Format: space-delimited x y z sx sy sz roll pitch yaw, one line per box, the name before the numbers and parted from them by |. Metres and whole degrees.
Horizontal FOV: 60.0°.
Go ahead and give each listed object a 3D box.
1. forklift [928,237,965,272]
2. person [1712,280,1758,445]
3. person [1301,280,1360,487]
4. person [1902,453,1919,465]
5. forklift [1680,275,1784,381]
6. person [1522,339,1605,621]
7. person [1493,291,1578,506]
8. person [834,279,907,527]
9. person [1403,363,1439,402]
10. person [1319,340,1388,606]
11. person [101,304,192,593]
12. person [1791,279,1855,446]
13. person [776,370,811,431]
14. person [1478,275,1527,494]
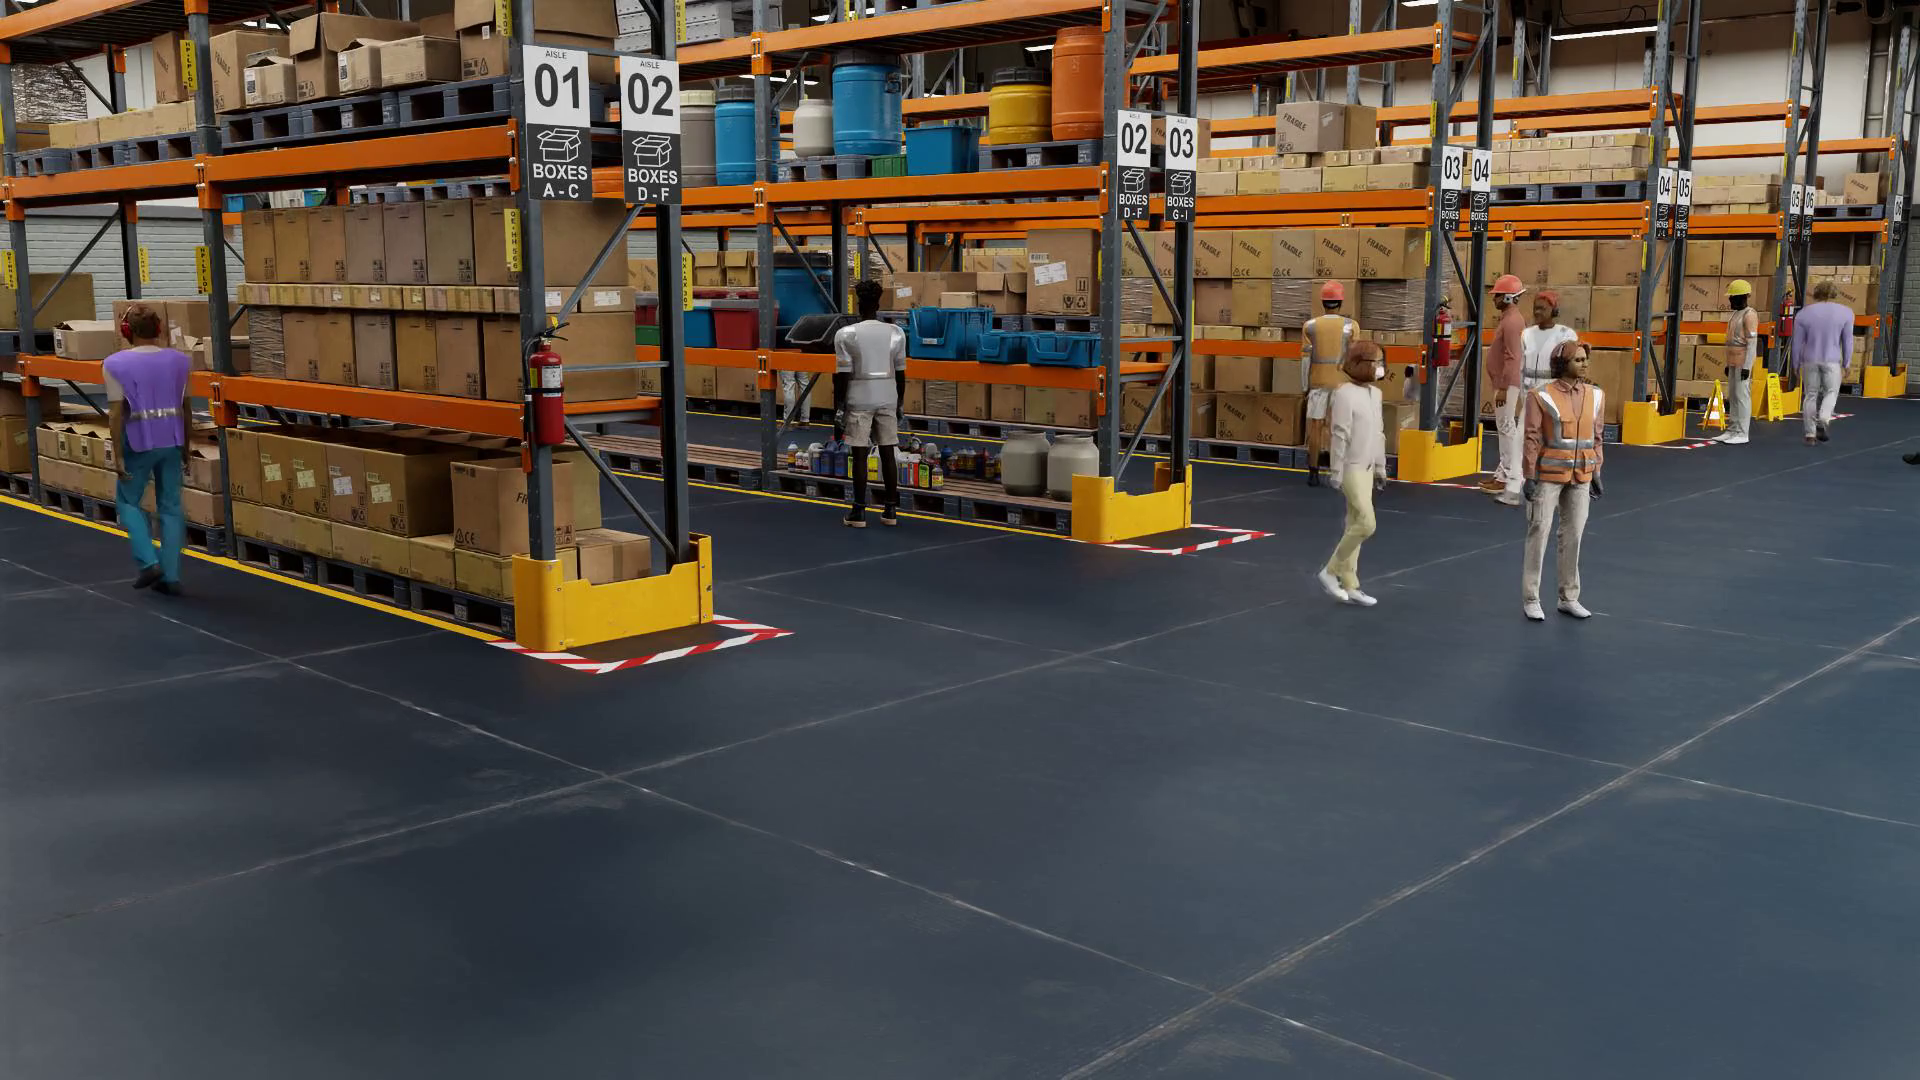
forklift | -0.326 -5.817 39.609 1.129 2.768 1.873 9 13 43
person | 9.142 -2.087 19.543 0.383 1.922 0.587 1 9 6
person | 3.510 -1.483 15.774 0.547 1.942 0.351 3 10 19
person | 9.955 -1.636 16.867 0.423 1.898 0.747 3 10 16
forklift | 12.480 -3.427 27.053 1.214 2.155 2.313 9 13 43
person | 3.533 -0.353 9.767 0.522 1.642 0.306 -2 9 -13
person | 4.964 -1.195 14.275 0.882 1.846 0.591 -7 11 -36
person | -0.718 -1.089 13.298 0.606 1.963 0.367 -4 10 -23
person | 5.501 -2.102 19.948 0.527 1.825 0.646 3 10 19
person | 2.442 -0.402 10.099 0.340 1.617 0.523 7 12 37
person | -5.121 -0.574 10.540 0.458 1.827 0.572 8 12 40
person | 10.012 -2.058 19.344 0.650 1.928 0.469 5 11 30
person | -2.131 -2.362 21.176 0.631 1.940 0.372 -8 12 -40
person | 5.009 -1.431 15.299 0.378 1.995 0.612 3 10 16
